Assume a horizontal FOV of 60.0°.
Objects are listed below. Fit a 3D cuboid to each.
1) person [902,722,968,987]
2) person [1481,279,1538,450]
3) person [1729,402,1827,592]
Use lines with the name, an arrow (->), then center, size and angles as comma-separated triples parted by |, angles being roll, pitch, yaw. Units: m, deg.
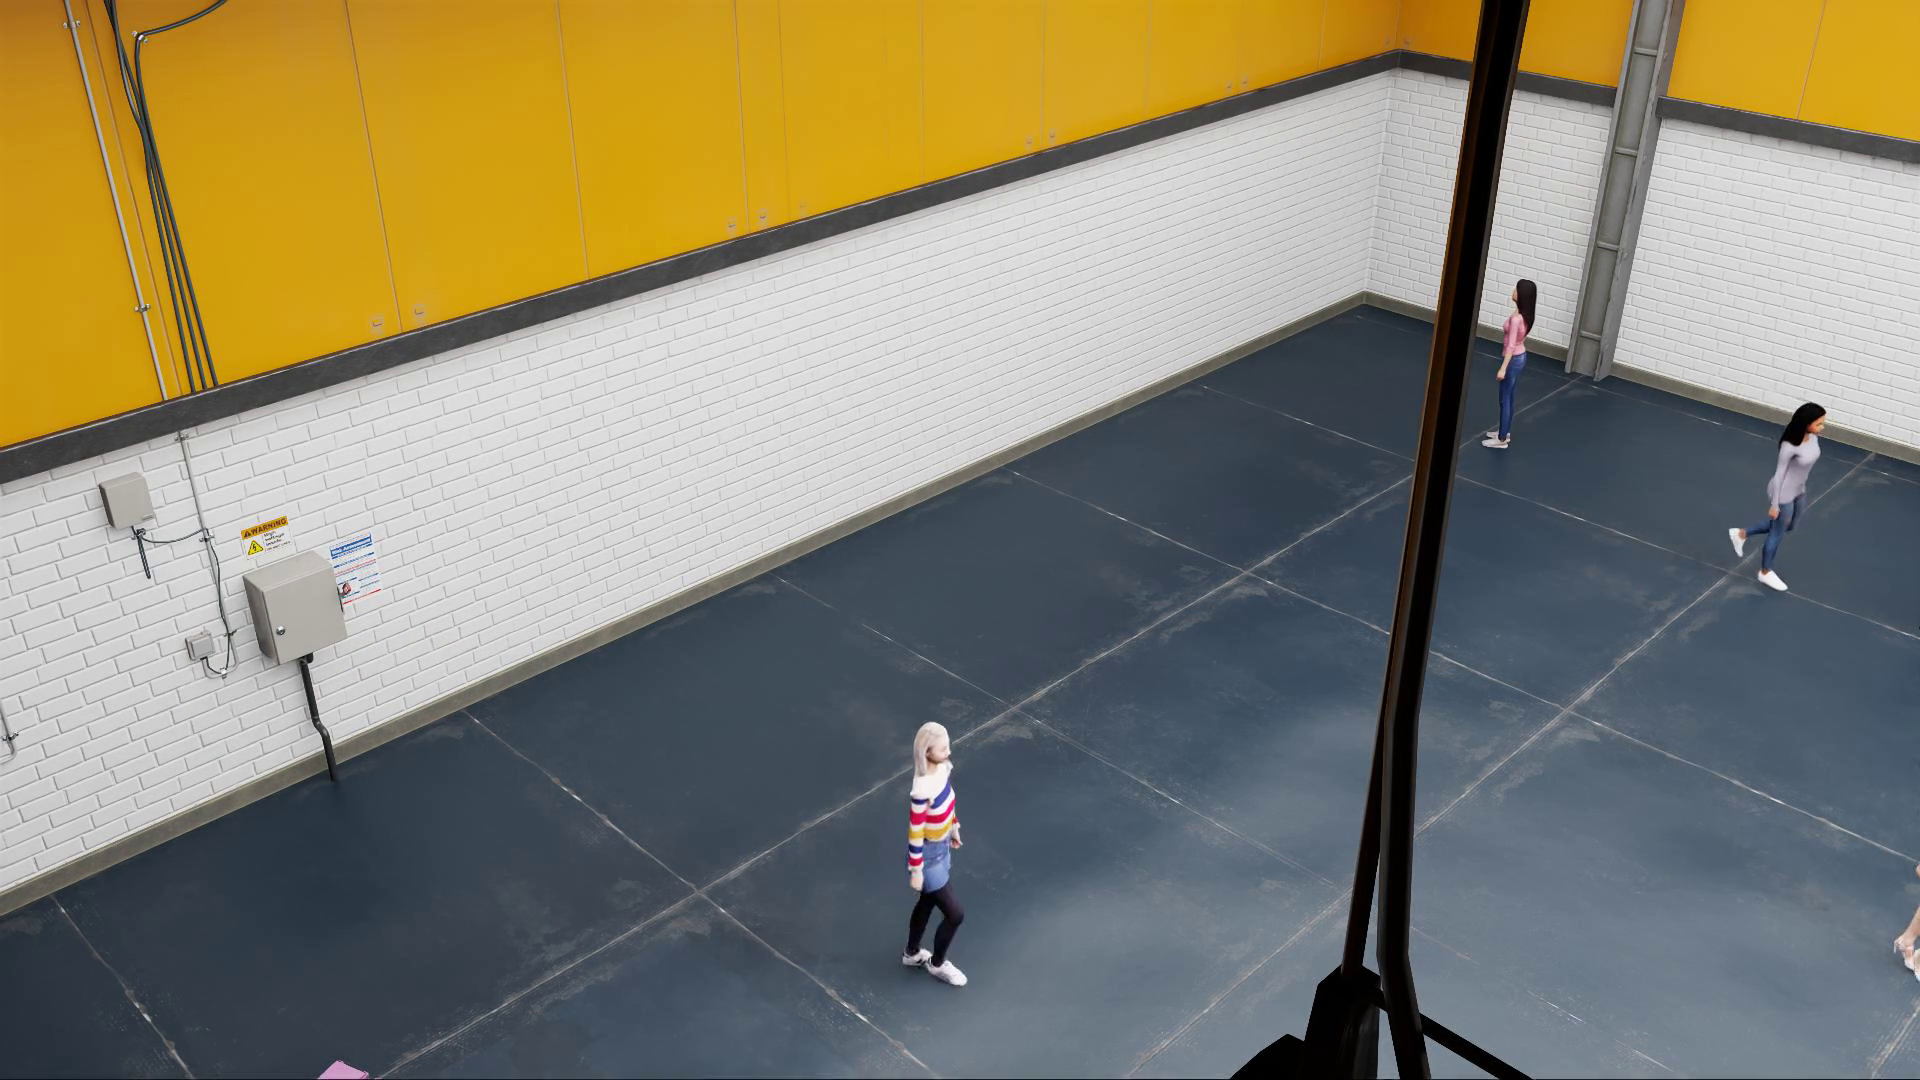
person -> -0.256, 1.838, 9.809 | 0.840, 1.794, 0.808 | 8, 30, 14
person -> 5.457, -1.752, 16.444 | 0.594, 1.743, 0.615 | 15, 32, 26
person -> 6.861, -0.411, 14.012 | 0.732, 1.718, 0.898 | -23, 36, -36
